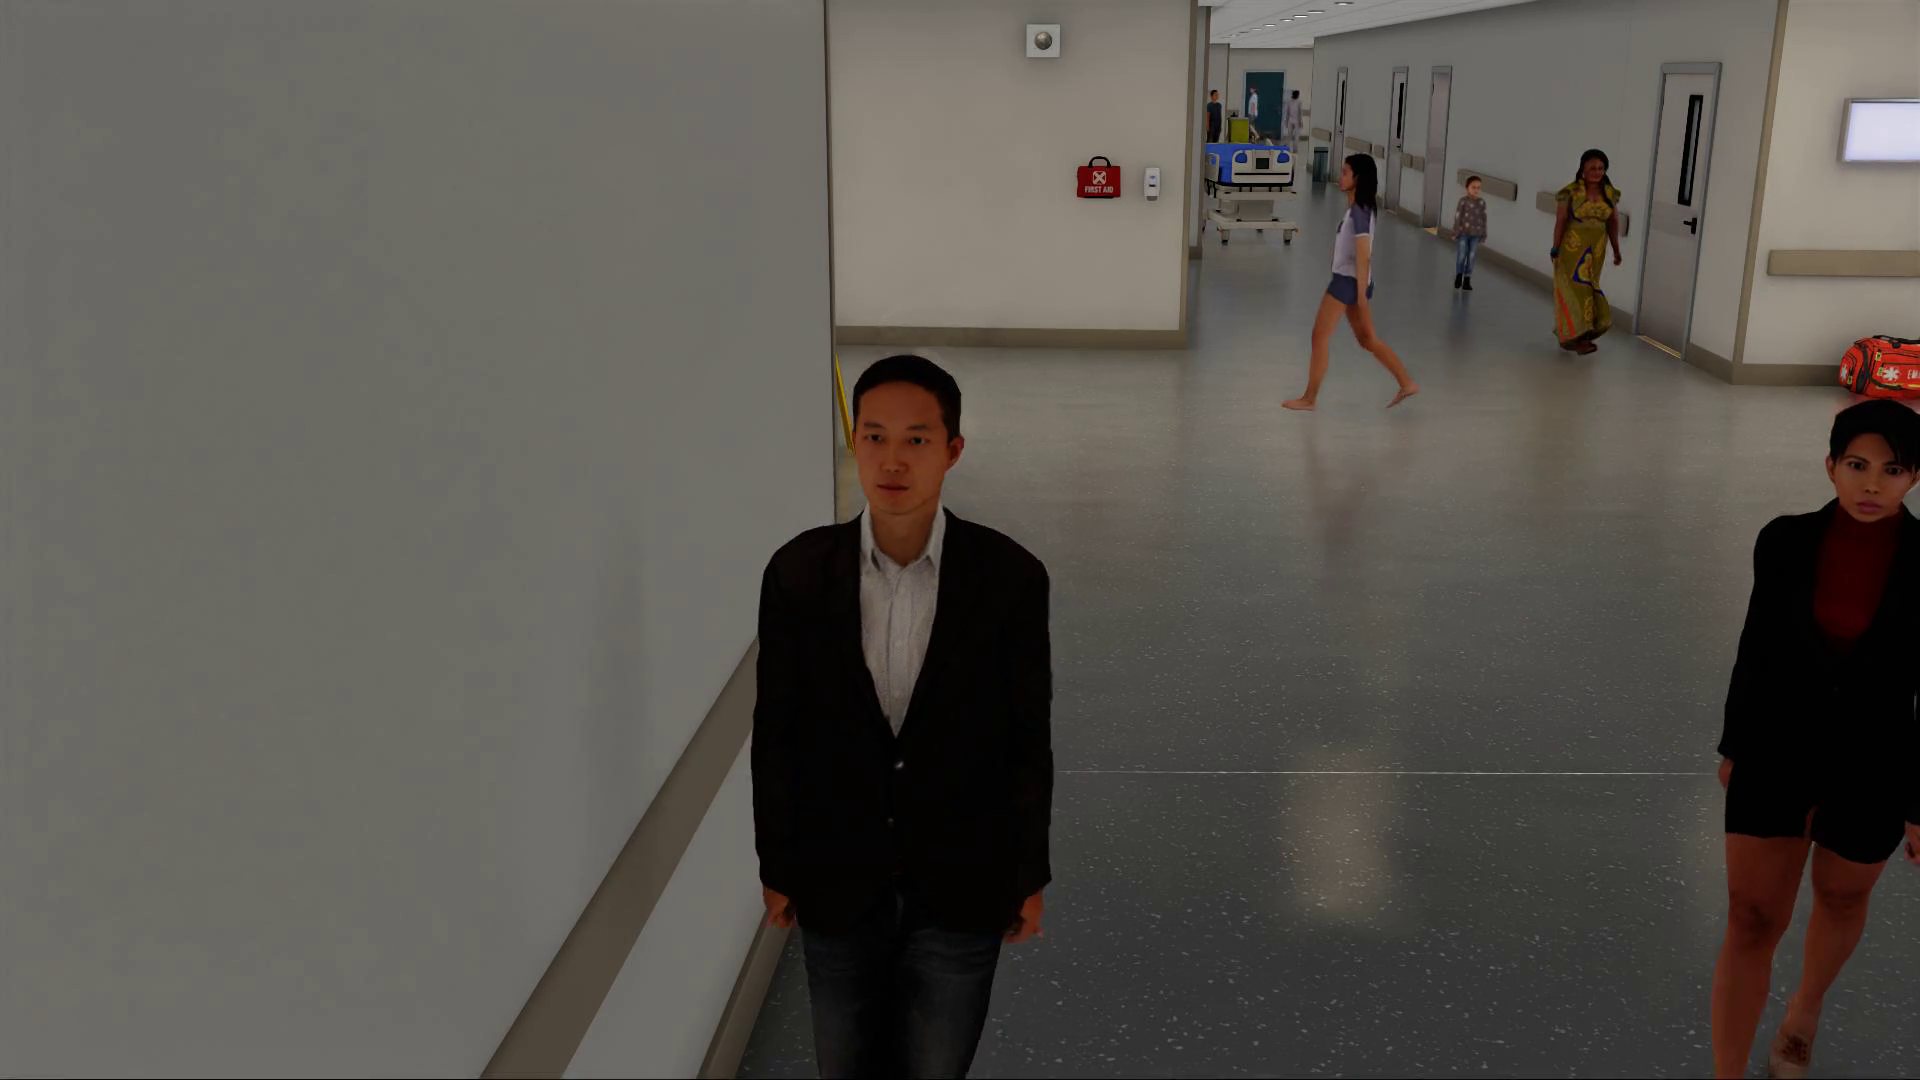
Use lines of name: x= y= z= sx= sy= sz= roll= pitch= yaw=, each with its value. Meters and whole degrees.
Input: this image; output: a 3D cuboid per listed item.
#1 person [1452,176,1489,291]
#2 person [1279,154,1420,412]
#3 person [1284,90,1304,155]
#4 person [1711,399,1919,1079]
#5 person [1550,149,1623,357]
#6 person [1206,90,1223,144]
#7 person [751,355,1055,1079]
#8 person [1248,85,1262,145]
person: x=5.366 y=-3.239 z=17.553 sx=0.455 sy=1.189 sz=0.561 roll=1 pitch=16 yaw=4
person: x=2.676 y=-1.657 z=11.016 sx=1.159 sy=1.691 sz=0.669 roll=3 pitch=16 yaw=11
person: x=9.316 y=-11.684 z=46.523 sx=0.901 sy=1.723 sz=0.923 roll=11 pitch=19 yaw=35
person: x=1.821 y=0.507 z=3.502 sx=1.032 sy=1.602 sz=0.922 roll=9 pitch=18 yaw=30
person: x=5.016 y=-2.327 z=13.518 sx=1.275 sy=1.622 sz=1.064 roll=-4 pitch=16 yaw=-12
person: x=6.246 y=-10.188 z=41.059 sx=0.702 sy=1.809 sz=0.770 roll=-12 pitch=20 yaw=-36
person: x=-0.087 y=0.558 z=2.990 sx=0.859 sy=1.783 sz=0.725 roll=1 pitch=16 yaw=4
person: x=9.403 y=-13.532 z=52.893 sx=0.739 sy=1.822 sz=0.689 roll=3 pitch=16 yaw=12
